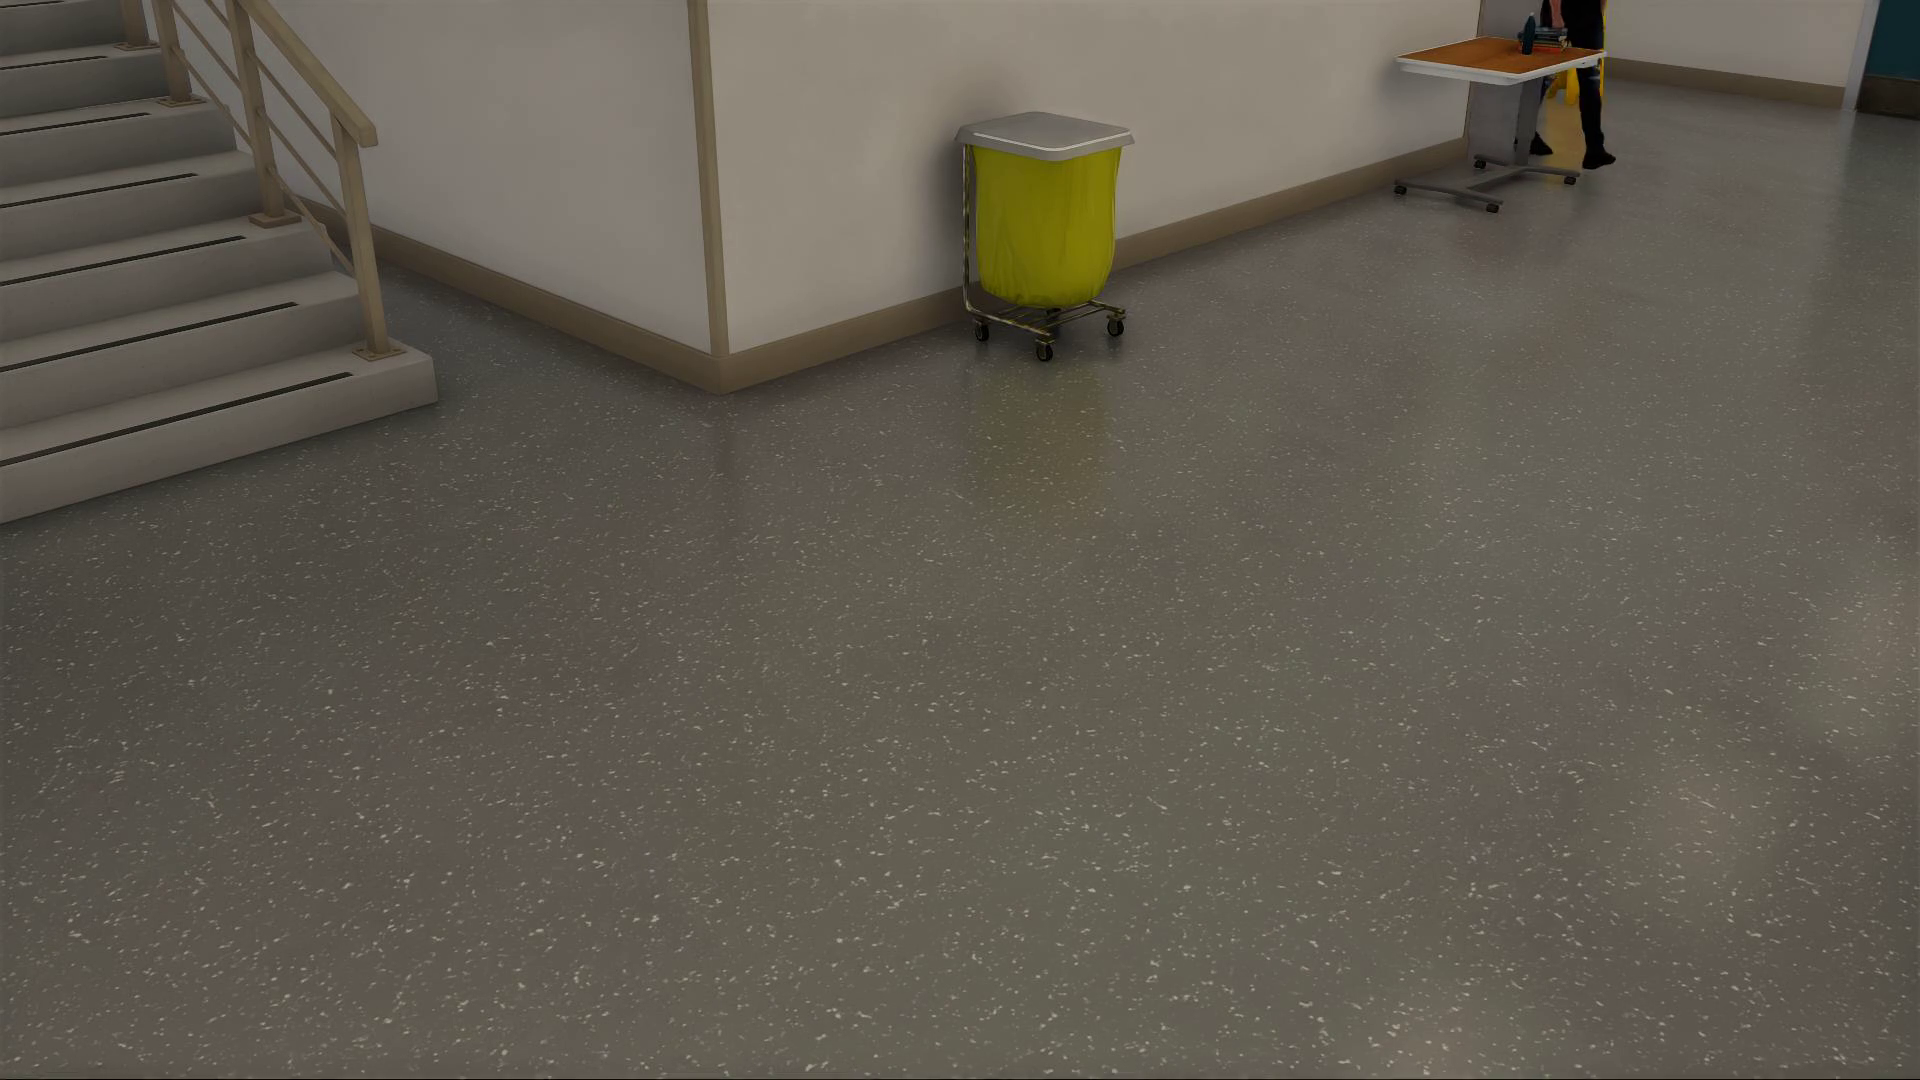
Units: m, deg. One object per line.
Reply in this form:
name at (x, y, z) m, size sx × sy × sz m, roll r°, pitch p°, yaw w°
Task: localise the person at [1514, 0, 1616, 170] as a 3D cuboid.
person at (3.762, -3.273, 10.413) m, size 1.097 × 1.835 × 1.307 m, roll -8°, pitch 27°, yaw -15°
